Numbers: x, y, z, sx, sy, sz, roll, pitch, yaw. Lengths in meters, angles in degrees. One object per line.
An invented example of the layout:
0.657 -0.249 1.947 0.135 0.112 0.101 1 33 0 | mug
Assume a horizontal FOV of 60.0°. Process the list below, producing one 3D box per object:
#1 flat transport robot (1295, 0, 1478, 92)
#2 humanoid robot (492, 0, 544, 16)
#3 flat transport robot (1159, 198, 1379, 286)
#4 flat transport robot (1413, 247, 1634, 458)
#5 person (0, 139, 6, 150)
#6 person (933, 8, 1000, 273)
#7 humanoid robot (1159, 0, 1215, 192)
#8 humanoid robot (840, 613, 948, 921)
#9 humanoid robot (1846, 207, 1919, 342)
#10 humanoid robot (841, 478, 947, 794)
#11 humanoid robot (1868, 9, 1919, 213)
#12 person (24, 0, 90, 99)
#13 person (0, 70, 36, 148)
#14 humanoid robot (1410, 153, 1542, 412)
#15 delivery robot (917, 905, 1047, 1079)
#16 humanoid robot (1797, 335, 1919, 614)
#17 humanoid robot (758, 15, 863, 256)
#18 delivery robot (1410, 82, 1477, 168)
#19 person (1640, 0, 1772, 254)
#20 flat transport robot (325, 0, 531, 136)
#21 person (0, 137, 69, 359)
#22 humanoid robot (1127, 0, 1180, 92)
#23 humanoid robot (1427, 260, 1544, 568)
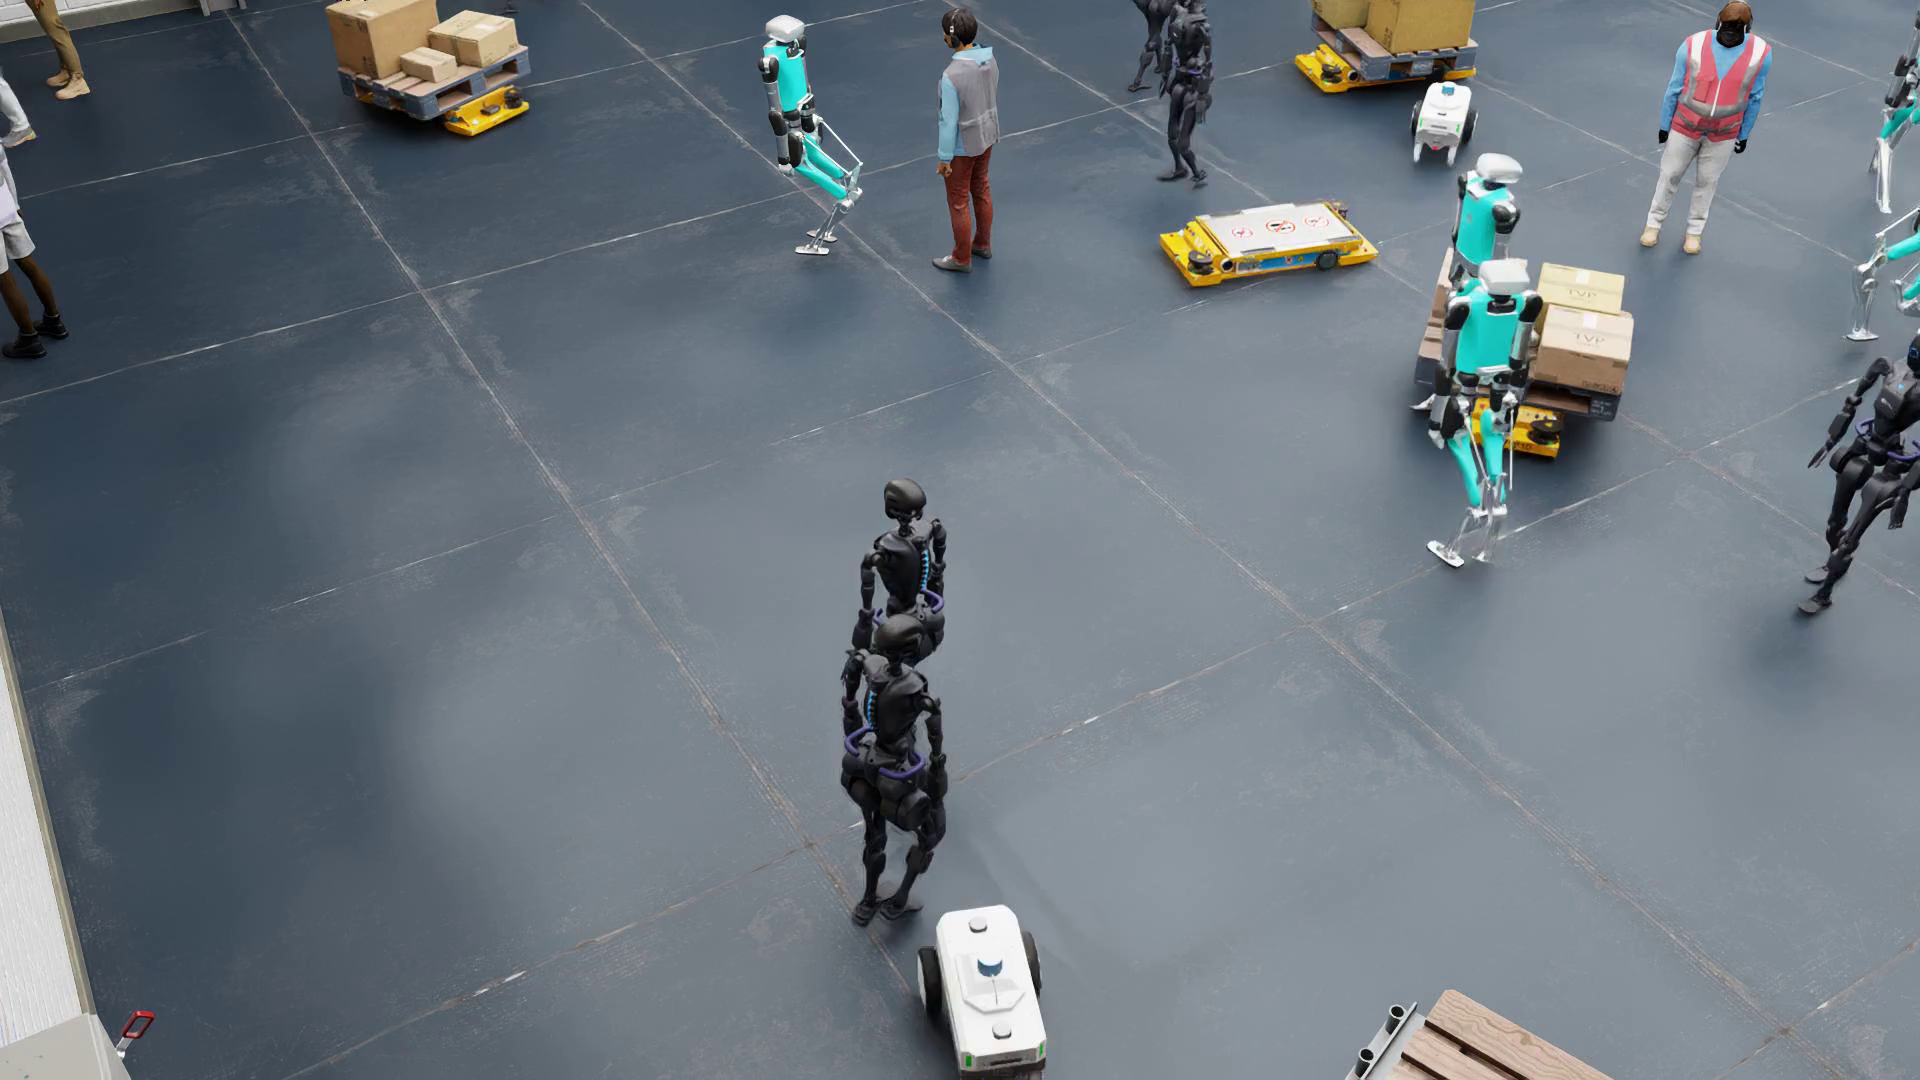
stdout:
3.736 -4.201 14.593 1.431 0.231 0.659 -9 39 -11 | flat transport robot
-4.158 -5.720 15.393 0.612 1.632 0.607 -14 41 -17 | humanoid robot
2.230 -2.151 12.006 1.431 0.231 0.659 -10 39 -12 | flat transport robot
3.546 -1.039 10.603 0.659 0.231 1.431 13 40 16 | flat transport robot
-7.883 -3.886 12.932 0.393 1.837 0.562 -20 43 -24 | person
0.051 -2.715 11.433 0.419 1.870 0.543 24 44 27 | person
1.719 -3.417 12.473 0.351 1.644 0.589 -20 43 -23 | humanoid robot
-0.302 0.980 6.925 0.585 1.643 0.362 28 46 31 | humanoid robot
6.152 -1.929 10.575 1.053 1.750 0.537 -12 40 -15 | humanoid robot
-0.287 0.426 7.647 0.606 1.646 0.611 29 47 32 | humanoid robot
7.133 -3.410 12.428 0.539 1.768 0.936 7 39 9 | humanoid robot
-7.689 -4.588 13.874 0.364 1.766 0.532 -23 44 -26 | person
-7.717 -3.842 12.875 0.656 1.834 0.701 15 41 18 | person
3.318 -1.515 10.069 0.970 1.806 0.538 -10 40 -13 | humanoid robot
0.118 1.845 6.708 0.499 0.563 0.738 -6 39 -8 | delivery robot
4.697 -0.378 8.637 0.527 1.641 0.602 -15 41 -18 | humanoid robot
-0.958 -2.747 11.468 0.735 1.677 0.533 14 40 17 | humanoid robot
3.870 -3.370 13.329 0.499 0.613 0.807 13 40 15 | delivery robot
5.233 -2.893 11.689 0.628 1.836 0.431 13 40 16 | person
-4.393 -3.755 14.030 1.431 0.231 0.659 22 44 26 | flat transport robot
-6.186 -2.047 10.541 0.372 1.928 0.542 10 39 12 | person
1.711 -4.657 14.050 0.679 1.631 0.584 -24 44 -27 | humanoid robot
2.814 -0.568 8.815 0.548 1.755 0.757 -8 39 -11 | humanoid robot
